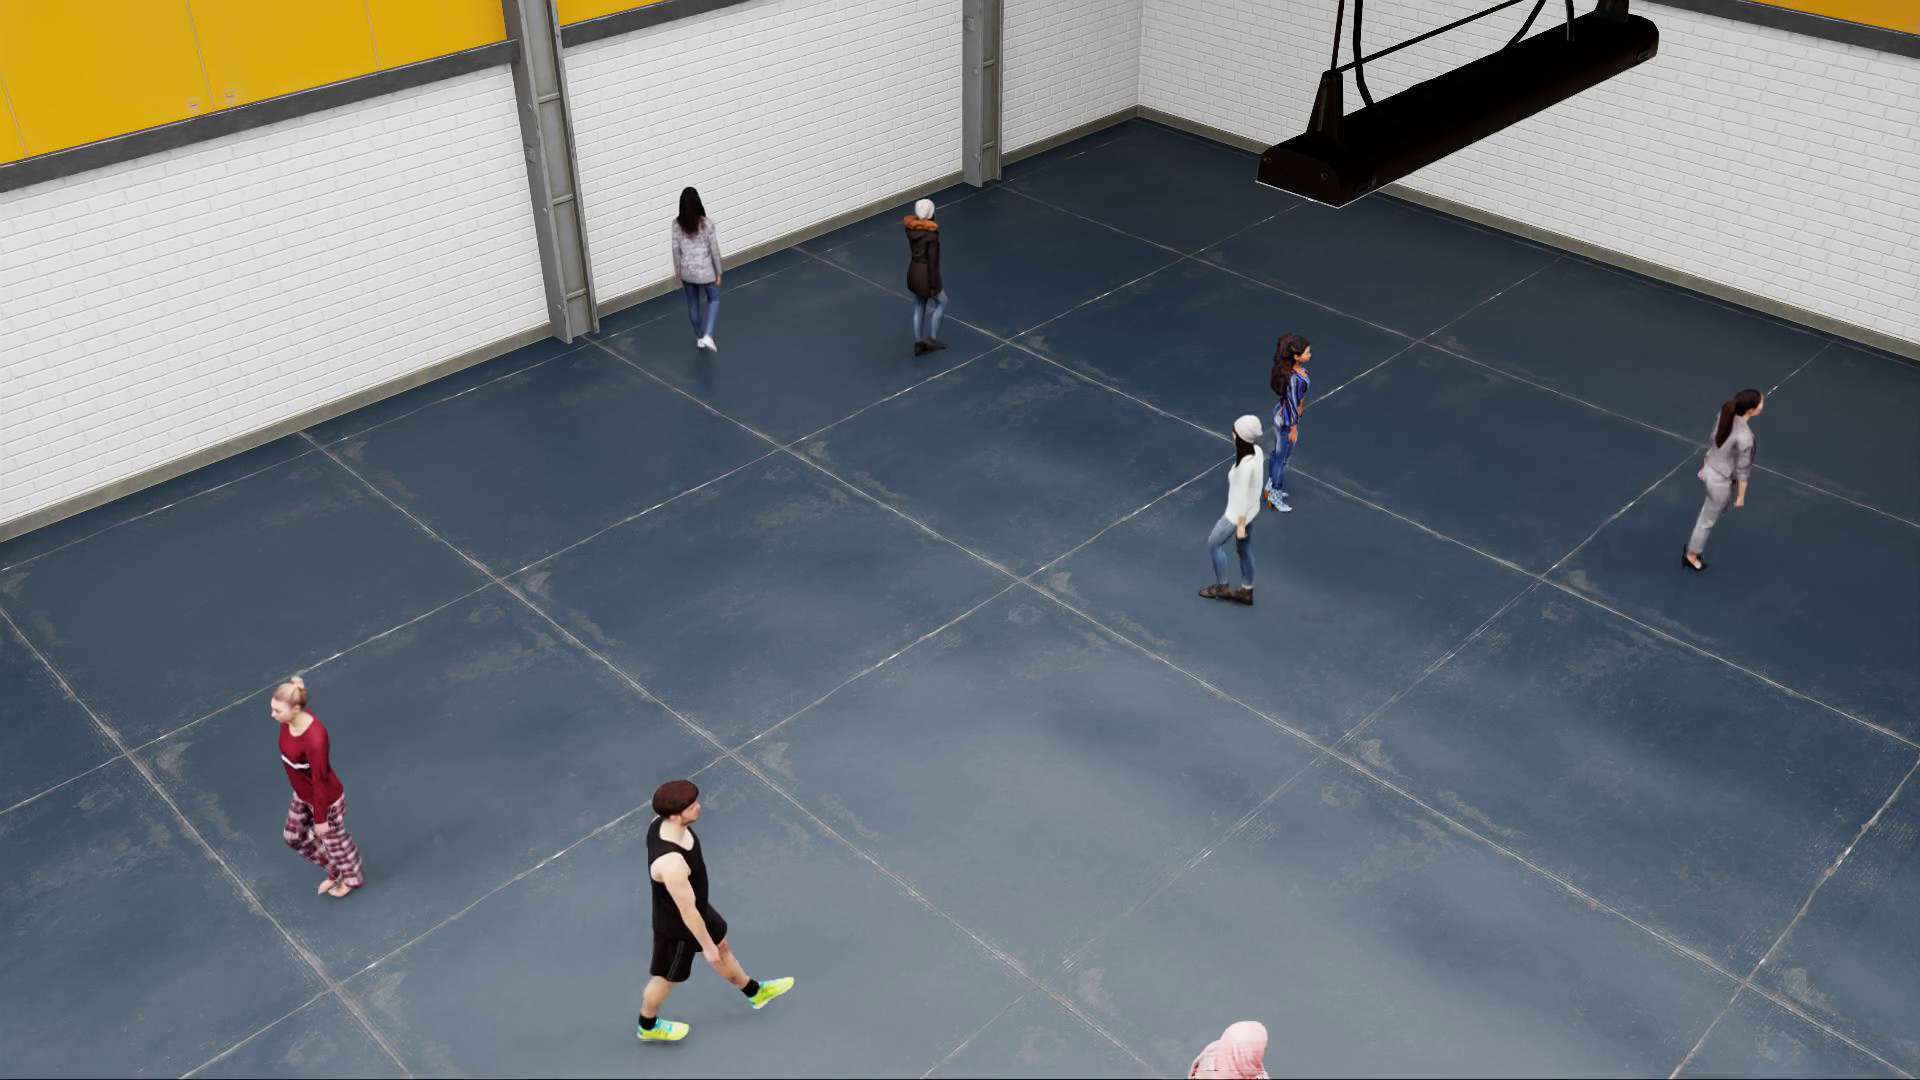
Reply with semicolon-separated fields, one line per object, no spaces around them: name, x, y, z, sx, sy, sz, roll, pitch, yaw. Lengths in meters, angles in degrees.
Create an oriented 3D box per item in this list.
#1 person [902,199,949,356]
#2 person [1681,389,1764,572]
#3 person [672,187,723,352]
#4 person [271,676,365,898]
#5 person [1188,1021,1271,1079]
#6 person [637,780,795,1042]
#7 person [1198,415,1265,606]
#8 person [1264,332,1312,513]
person;-0.393;-2.563;16.353;0.597;1.624;0.598;-28;43;-35
person;5.924;-0.450;13.137;0.789;1.665;0.741;-2;34;-3
person;-2.591;-2.610;16.336;0.929;1.720;0.994;1;34;1
person;-3.864;1.503;10.172;0.646;1.693;0.580;28;43;35
person;1.184;2.989;7.890;1.279;1.746;1.035;-9;35;-13
person;-1.617;2.095;9.149;1.267;1.841;1.129;-5;34;-8
person;2.243;-0.199;12.787;0.772;1.634;0.707;12;36;18
person;2.754;-0.998;14.007;0.754;1.614;0.676;3;34;5
